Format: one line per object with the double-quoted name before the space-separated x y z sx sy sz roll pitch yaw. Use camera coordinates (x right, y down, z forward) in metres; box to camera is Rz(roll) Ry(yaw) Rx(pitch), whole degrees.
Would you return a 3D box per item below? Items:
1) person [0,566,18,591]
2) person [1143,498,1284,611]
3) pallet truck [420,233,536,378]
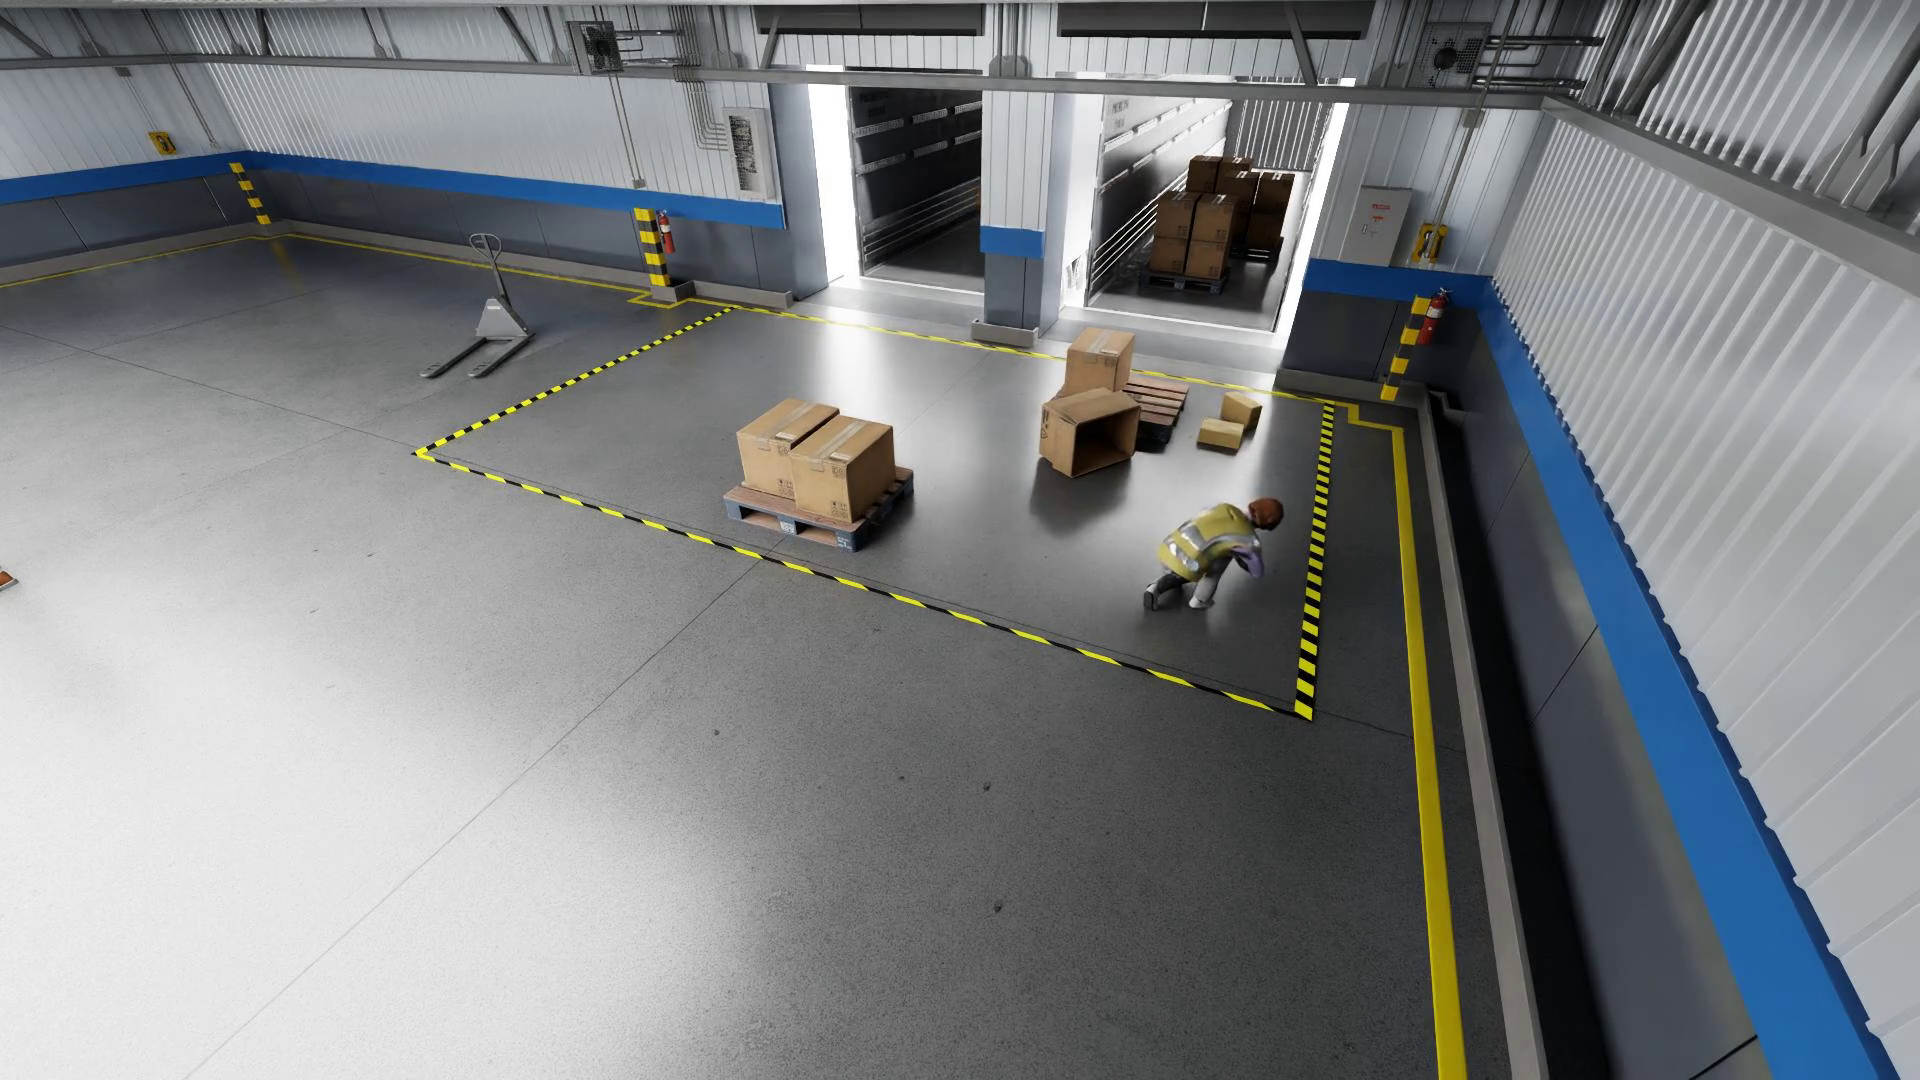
"person" -6.919 -0.450 4.642 0.611 1.947 0.386 16 39 21
"person" 1.632 0.077 4.942 0.914 0.801 0.672 -16 38 -21
"pallet truck" -5.664 -2.712 8.427 0.680 1.201 1.601 0 35 -1
